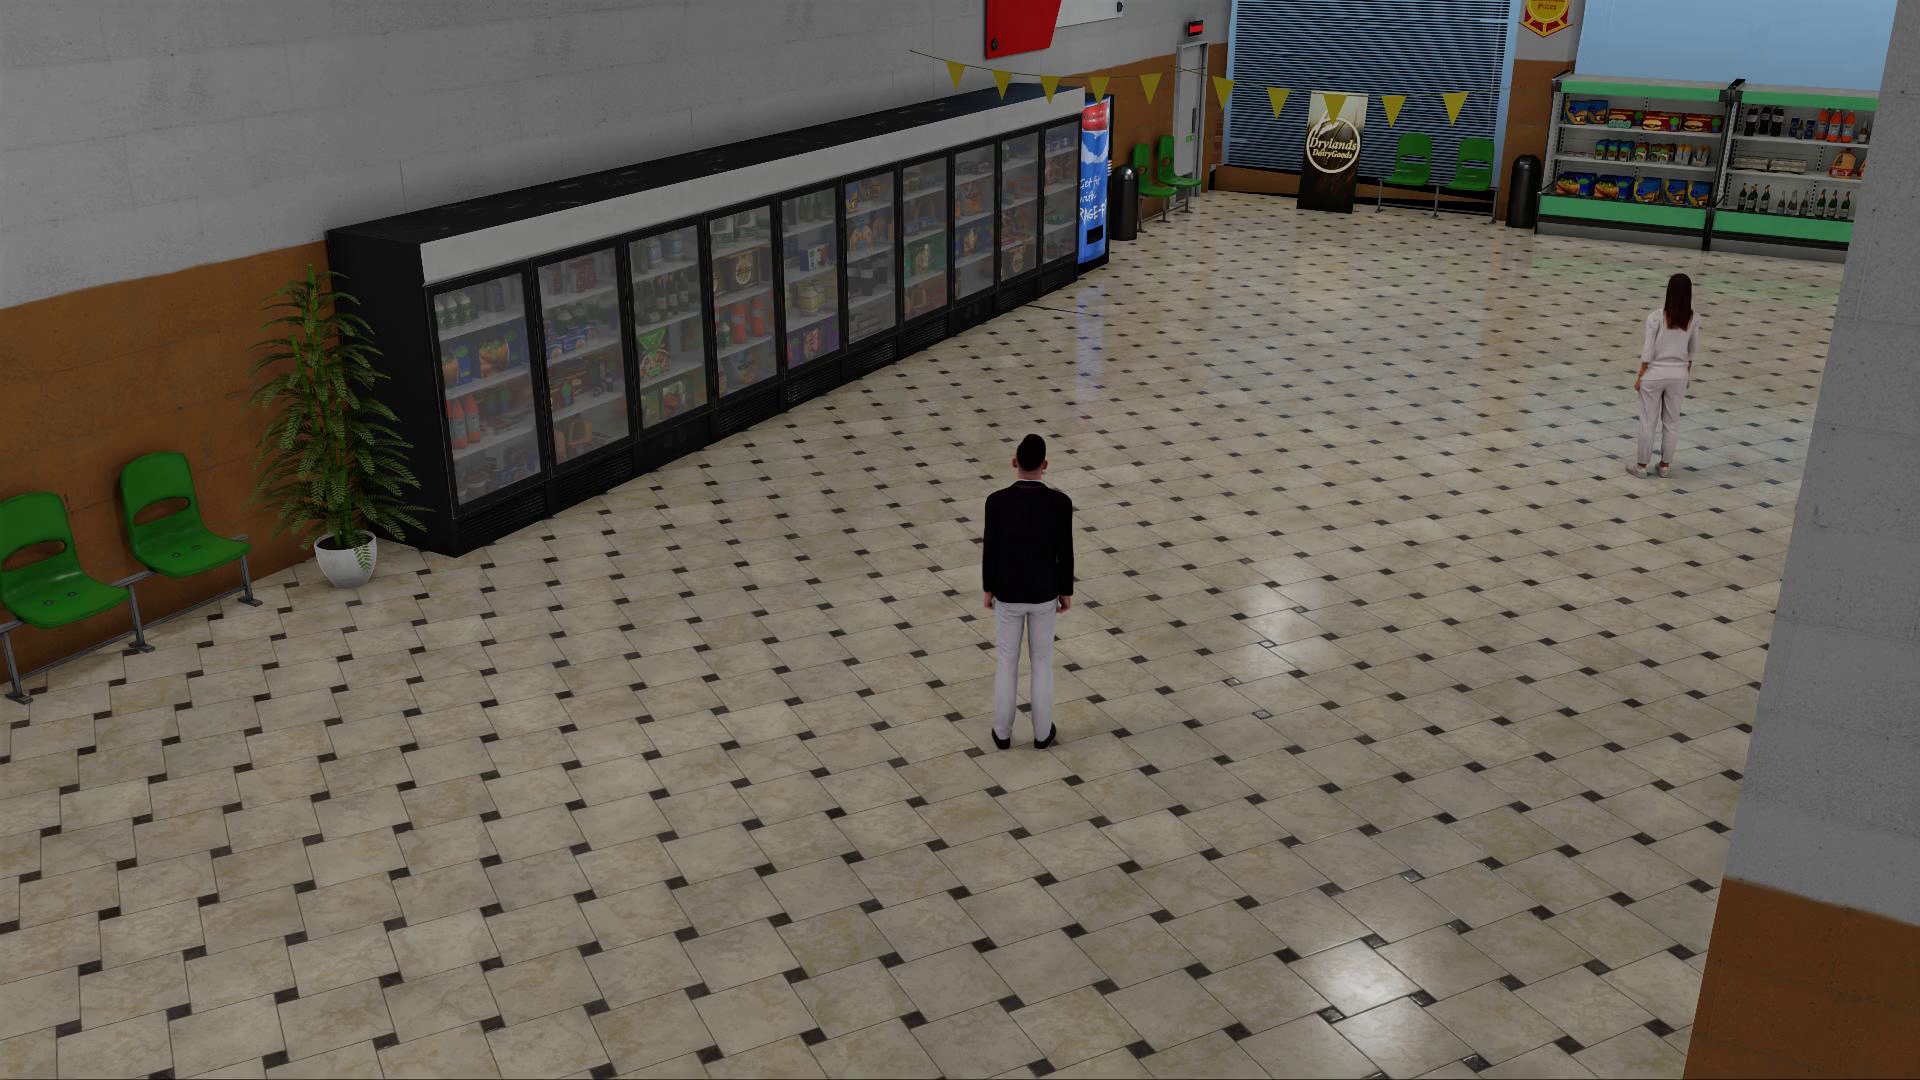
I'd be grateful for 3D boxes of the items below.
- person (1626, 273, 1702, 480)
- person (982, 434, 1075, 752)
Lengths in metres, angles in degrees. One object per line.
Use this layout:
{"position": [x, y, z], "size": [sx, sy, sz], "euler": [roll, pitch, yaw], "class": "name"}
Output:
{"position": [5.700, -1.327, 13.453], "size": [0.640, 1.688, 0.747], "euler": [-1, 22, -2], "class": "person"}
{"position": [0.365, 0.303, 9.192], "size": [0.643, 1.841, 0.788], "euler": [1, 22, 2], "class": "person"}
